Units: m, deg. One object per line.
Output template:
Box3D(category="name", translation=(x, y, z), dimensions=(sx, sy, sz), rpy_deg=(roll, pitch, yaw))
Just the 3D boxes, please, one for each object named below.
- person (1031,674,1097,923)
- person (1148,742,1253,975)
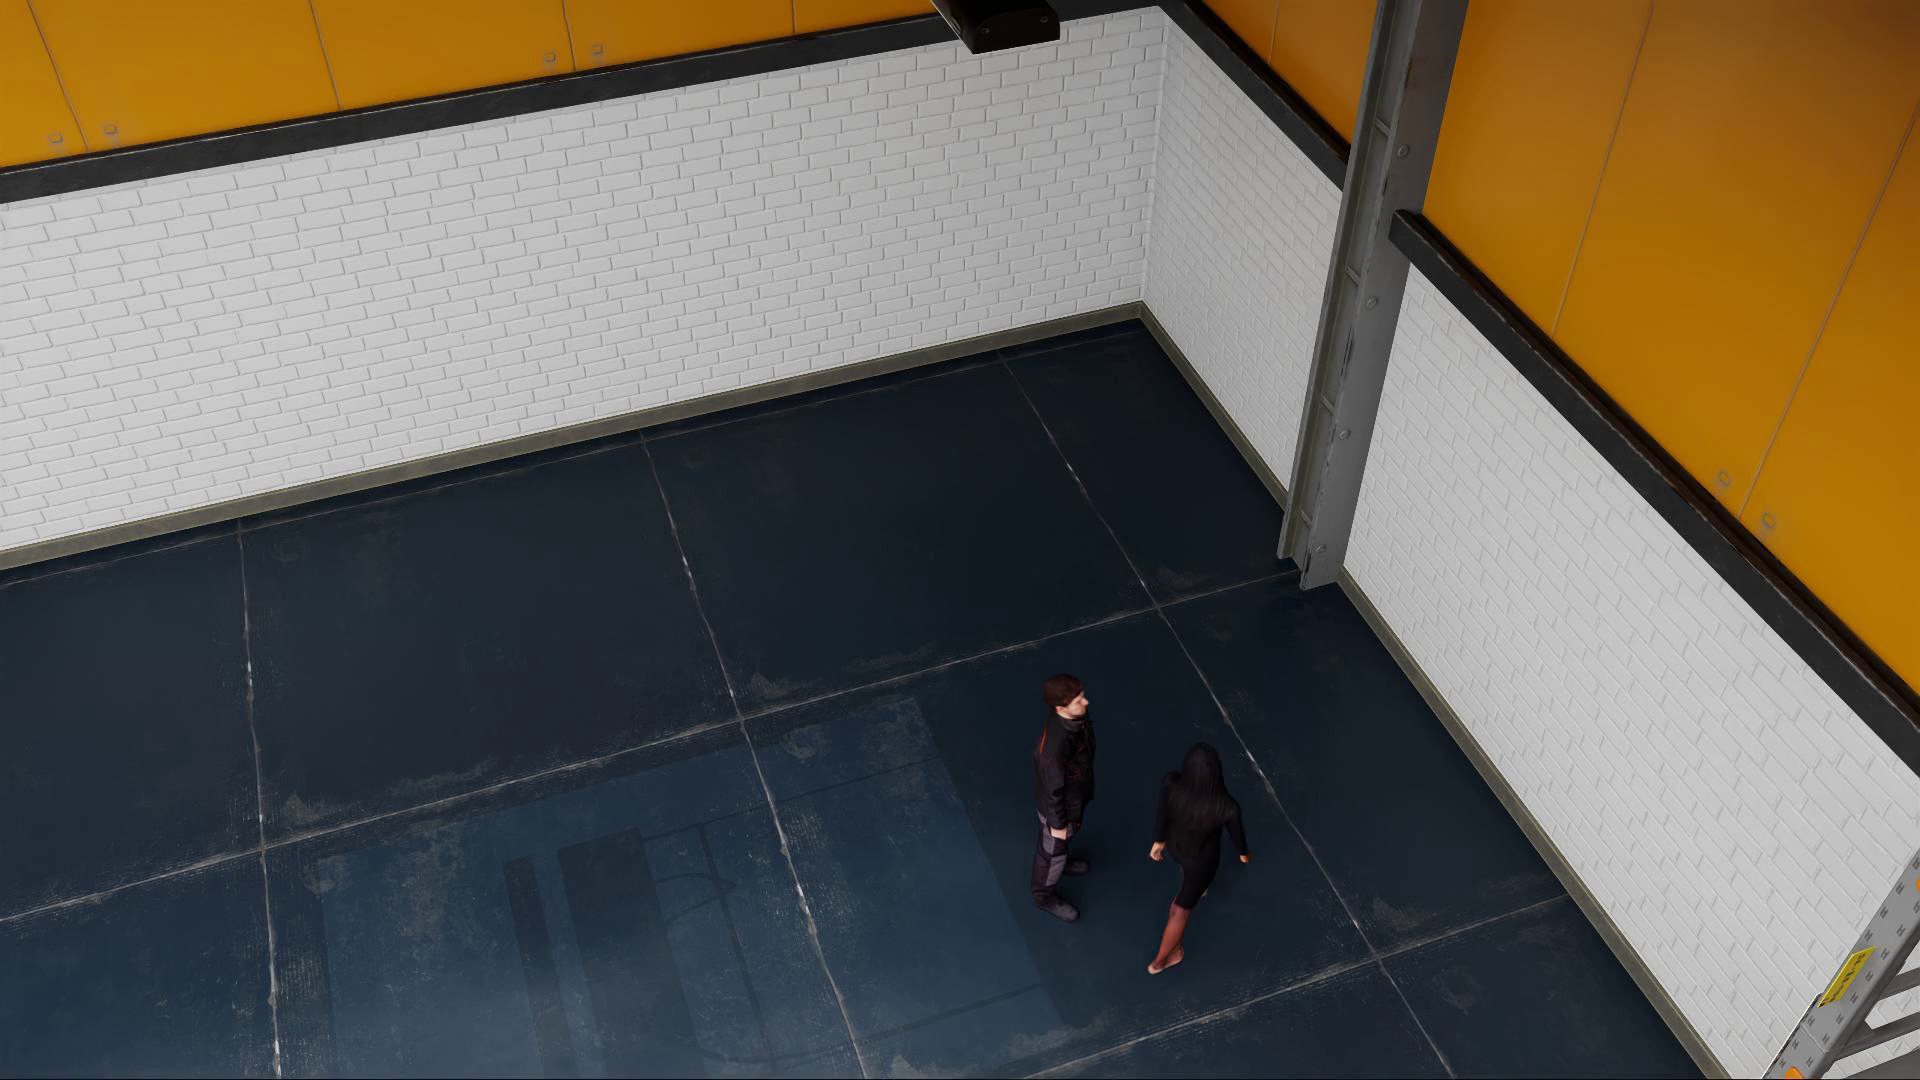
Box3D(category="person", translation=(0.566, 1.408, 9.311), dimensions=(0.856, 1.837, 0.740), rpy_deg=(10, 45, 11))
Box3D(category="person", translation=(1.207, 1.777, 9.032), dimensions=(1.104, 1.688, 1.033), rpy_deg=(32, 52, 29))
